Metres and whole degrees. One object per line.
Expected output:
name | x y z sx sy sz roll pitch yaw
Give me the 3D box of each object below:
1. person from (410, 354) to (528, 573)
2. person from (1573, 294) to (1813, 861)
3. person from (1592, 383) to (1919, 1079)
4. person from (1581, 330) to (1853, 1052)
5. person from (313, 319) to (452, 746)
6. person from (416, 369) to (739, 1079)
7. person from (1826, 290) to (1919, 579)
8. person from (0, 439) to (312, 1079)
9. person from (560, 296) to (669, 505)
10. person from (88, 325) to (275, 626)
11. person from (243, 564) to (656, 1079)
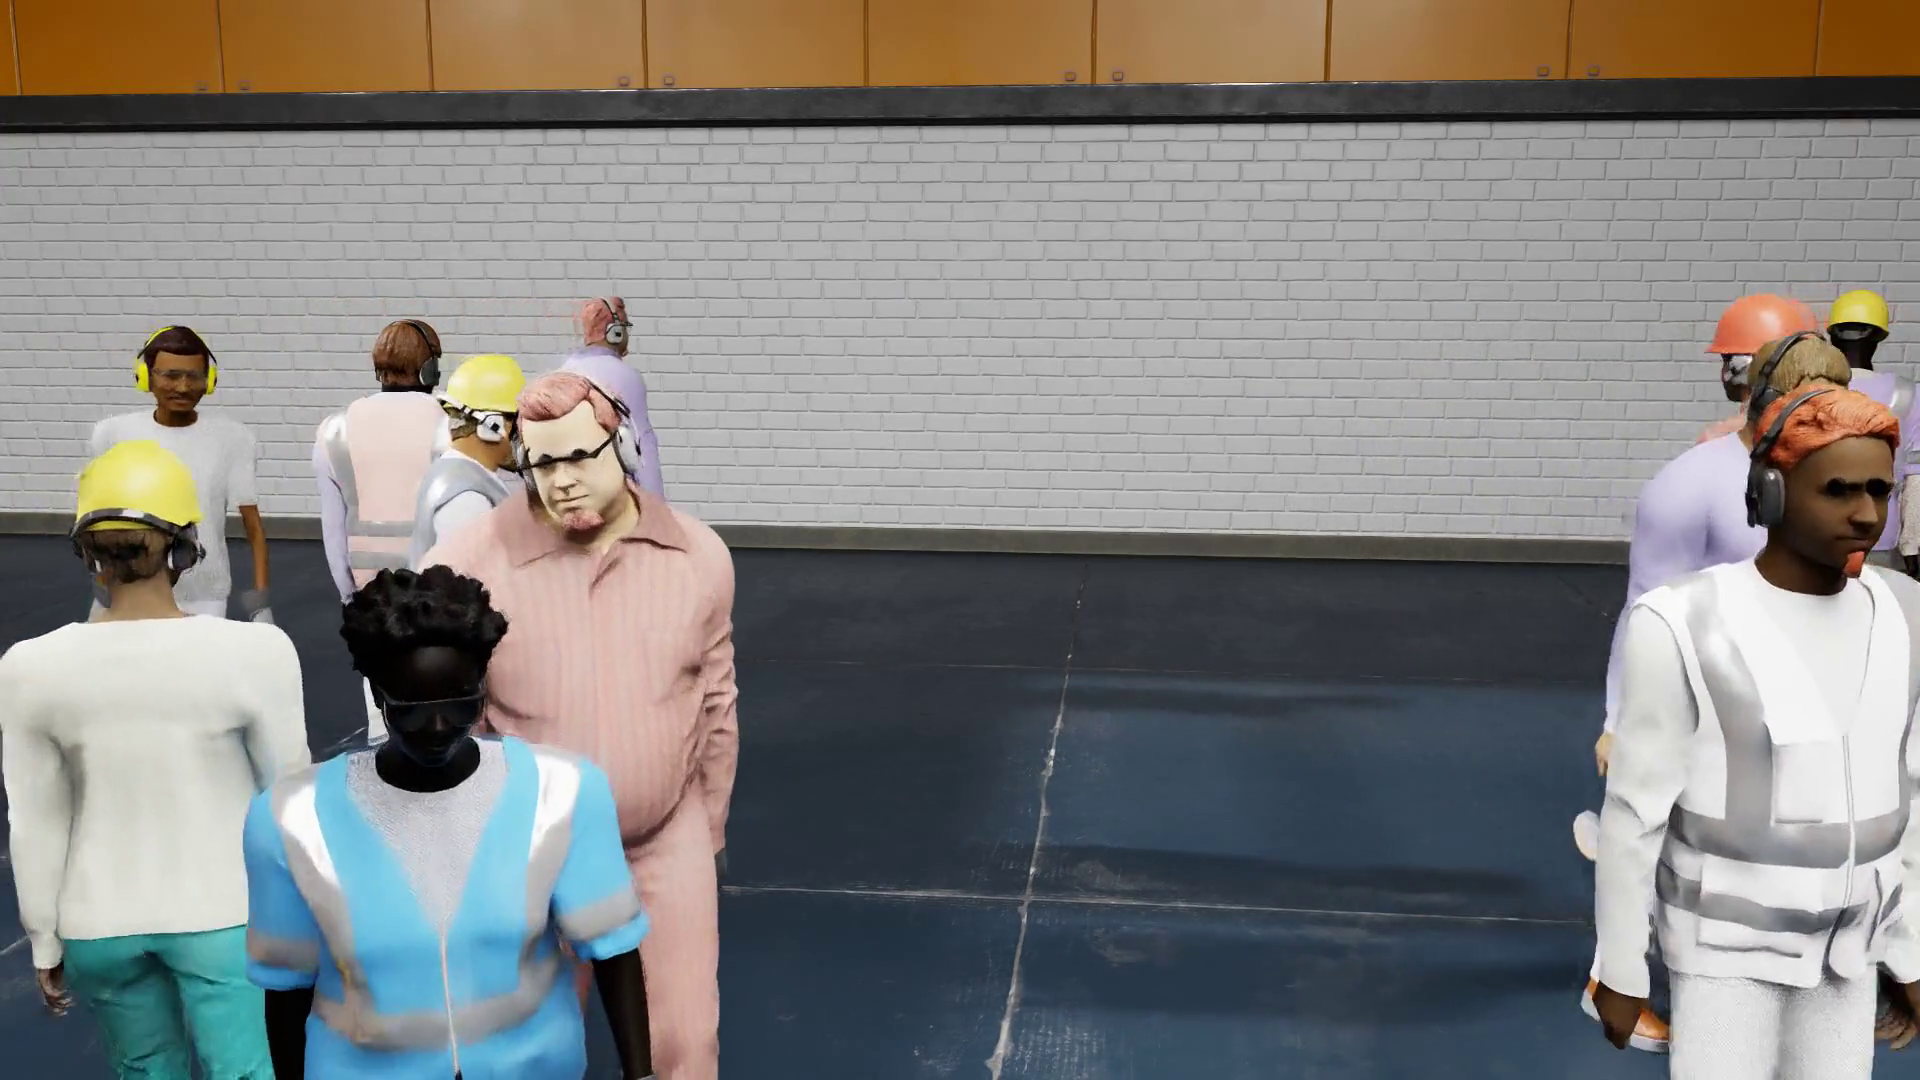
person | -1.465 0.345 4.896 0.915 1.780 0.603 -3 10 -19
person | 2.379 0.236 5.046 0.644 1.931 1.037 -3 10 -19
person | 1.328 0.668 2.792 0.580 1.872 0.543 -3 10 -14
person | 1.932 0.448 4.013 0.635 1.879 1.029 -5 11 -26
person | -1.833 0.175 5.682 0.619 1.845 0.430 1 10 4
person | -0.748 0.582 3.312 0.636 1.869 0.885 -4 11 -21
person | 3.489 -0.023 6.597 0.585 1.917 0.381 5 11 28
person | -1.440 0.696 3.000 0.526 1.747 0.697 -1 10 -7
person | -1.712 -0.208 7.817 0.960 1.867 0.642 -8 13 -38
person | -2.561 0.218 5.476 0.550 1.823 0.836 -5 11 -29
person | -0.726 0.836 2.427 0.550 1.632 0.897 -4 11 -23
